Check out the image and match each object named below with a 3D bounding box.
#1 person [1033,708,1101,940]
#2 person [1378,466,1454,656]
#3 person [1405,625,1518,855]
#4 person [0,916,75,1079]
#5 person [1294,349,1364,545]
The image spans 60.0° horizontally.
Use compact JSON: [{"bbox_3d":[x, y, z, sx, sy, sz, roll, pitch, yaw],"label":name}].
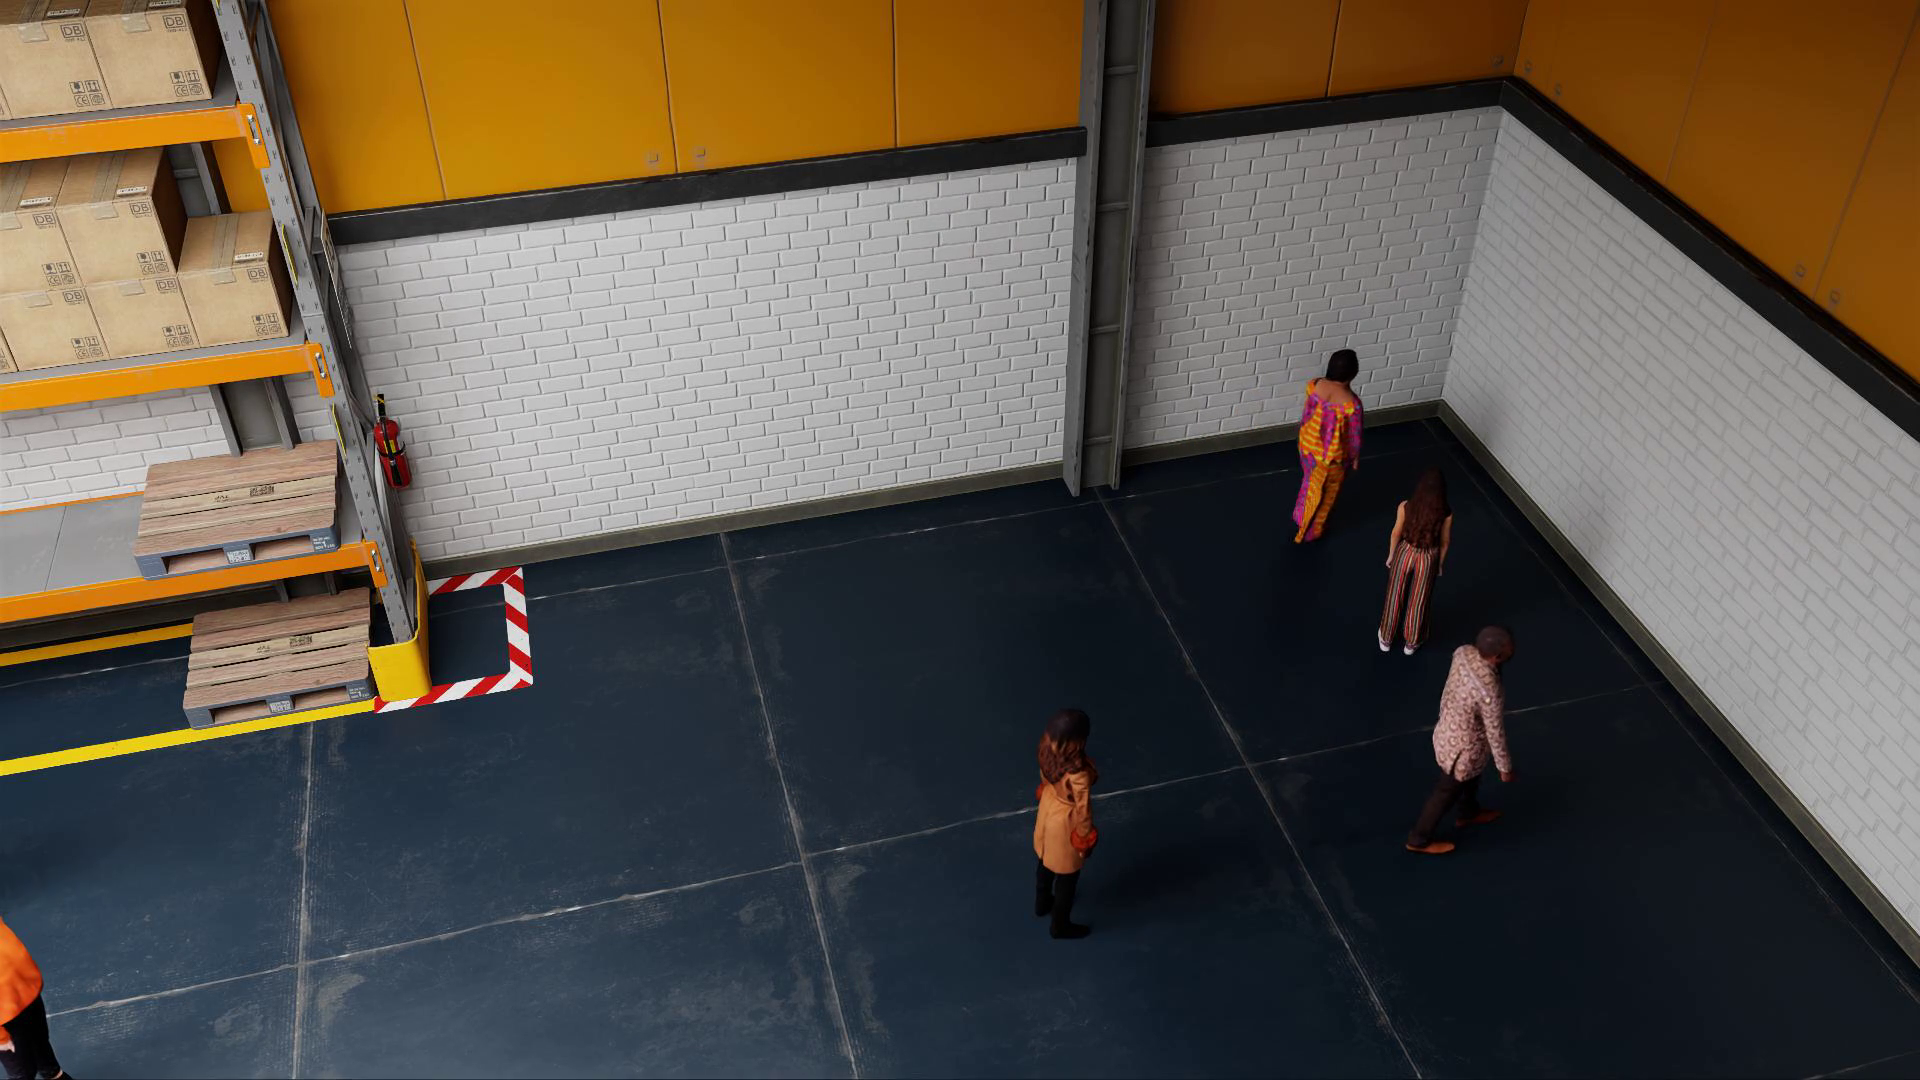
[{"bbox_3d":[0.599,1.605,9.488,0.645,1.722,0.732,-16,41,-19],"label":"person"},{"bbox_3d":[3.145,0.134,11.457,0.611,1.563,0.698,12,40,14],"label":"person"},{"bbox_3d":[2.923,1.228,9.908,0.977,1.787,0.817,-1,39,-1],"label":"person"},{"bbox_3d":[-4.855,2.396,8.477,0.612,1.749,0.659,-3,39,-3],"label":"person"},{"bbox_3d":[2.703,-0.687,12.410,0.860,1.656,0.801,-29,47,-31],"label":"person"}]
